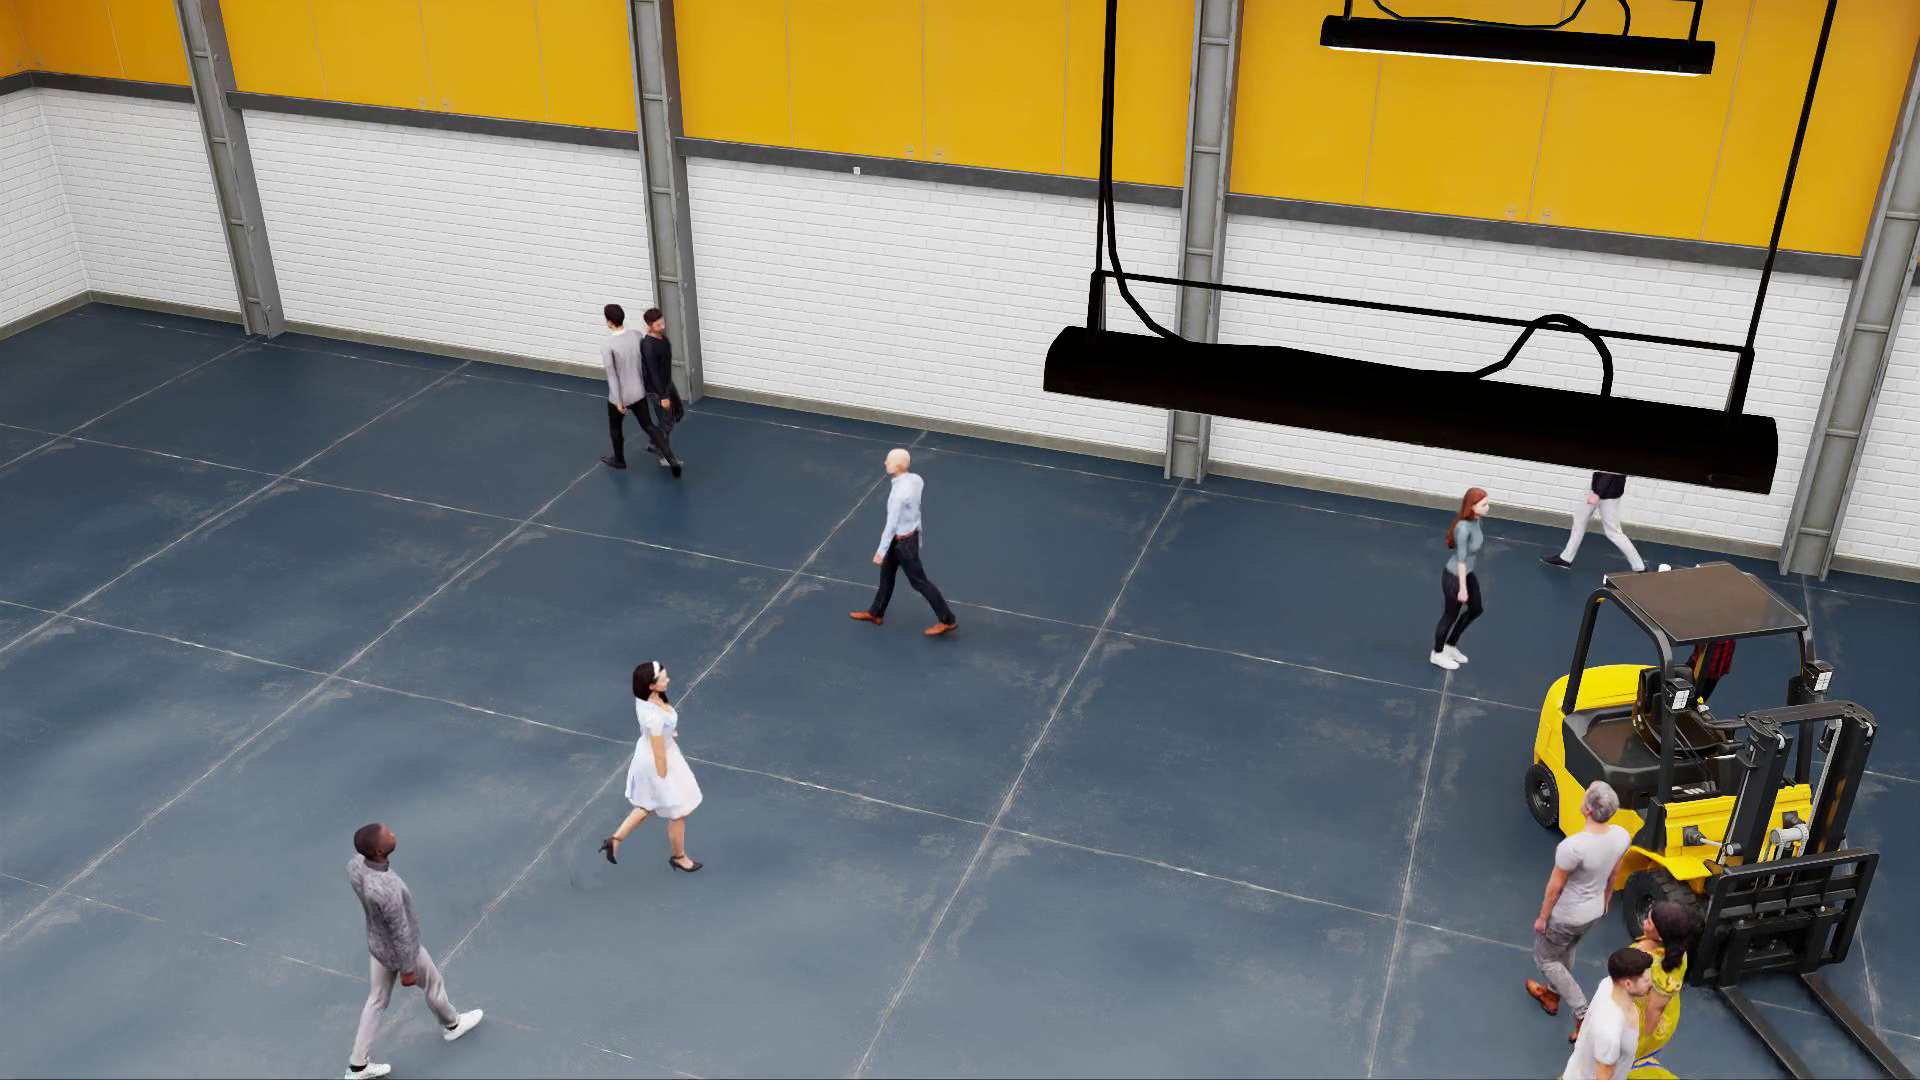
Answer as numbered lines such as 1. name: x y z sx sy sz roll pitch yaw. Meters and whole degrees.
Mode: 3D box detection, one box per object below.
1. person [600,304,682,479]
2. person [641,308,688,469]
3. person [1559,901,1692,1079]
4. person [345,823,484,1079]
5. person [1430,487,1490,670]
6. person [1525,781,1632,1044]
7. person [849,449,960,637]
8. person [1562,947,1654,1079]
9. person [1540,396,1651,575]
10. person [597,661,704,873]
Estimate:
1. person: -3.353 -1.488 17.147 1.371 1.903 1.047 23 36 36
2. person: -3.185 -1.563 17.343 0.762 1.847 0.754 -3 29 -5
3. person: 4.034 2.767 9.616 0.987 1.645 0.779 10 30 18
4. person: -3.477 2.488 9.960 1.203 1.805 1.045 23 36 36
5. person: 4.136 0.314 14.024 0.671 1.730 0.660 17 33 28
6. person: 3.842 2.330 10.243 1.022 1.811 1.093 -13 31 -23
7. person: -0.397 0.068 14.454 1.287 1.750 0.817 5 29 8
8. person: 3.385 2.933 9.113 0.676 1.835 0.748 14 32 25
9. person: 6.050 -0.424 15.293 1.178 1.811 0.641 10 30 17
10. person: -2.175 1.629 11.543 1.109 1.798 1.025 -10 30 -17
